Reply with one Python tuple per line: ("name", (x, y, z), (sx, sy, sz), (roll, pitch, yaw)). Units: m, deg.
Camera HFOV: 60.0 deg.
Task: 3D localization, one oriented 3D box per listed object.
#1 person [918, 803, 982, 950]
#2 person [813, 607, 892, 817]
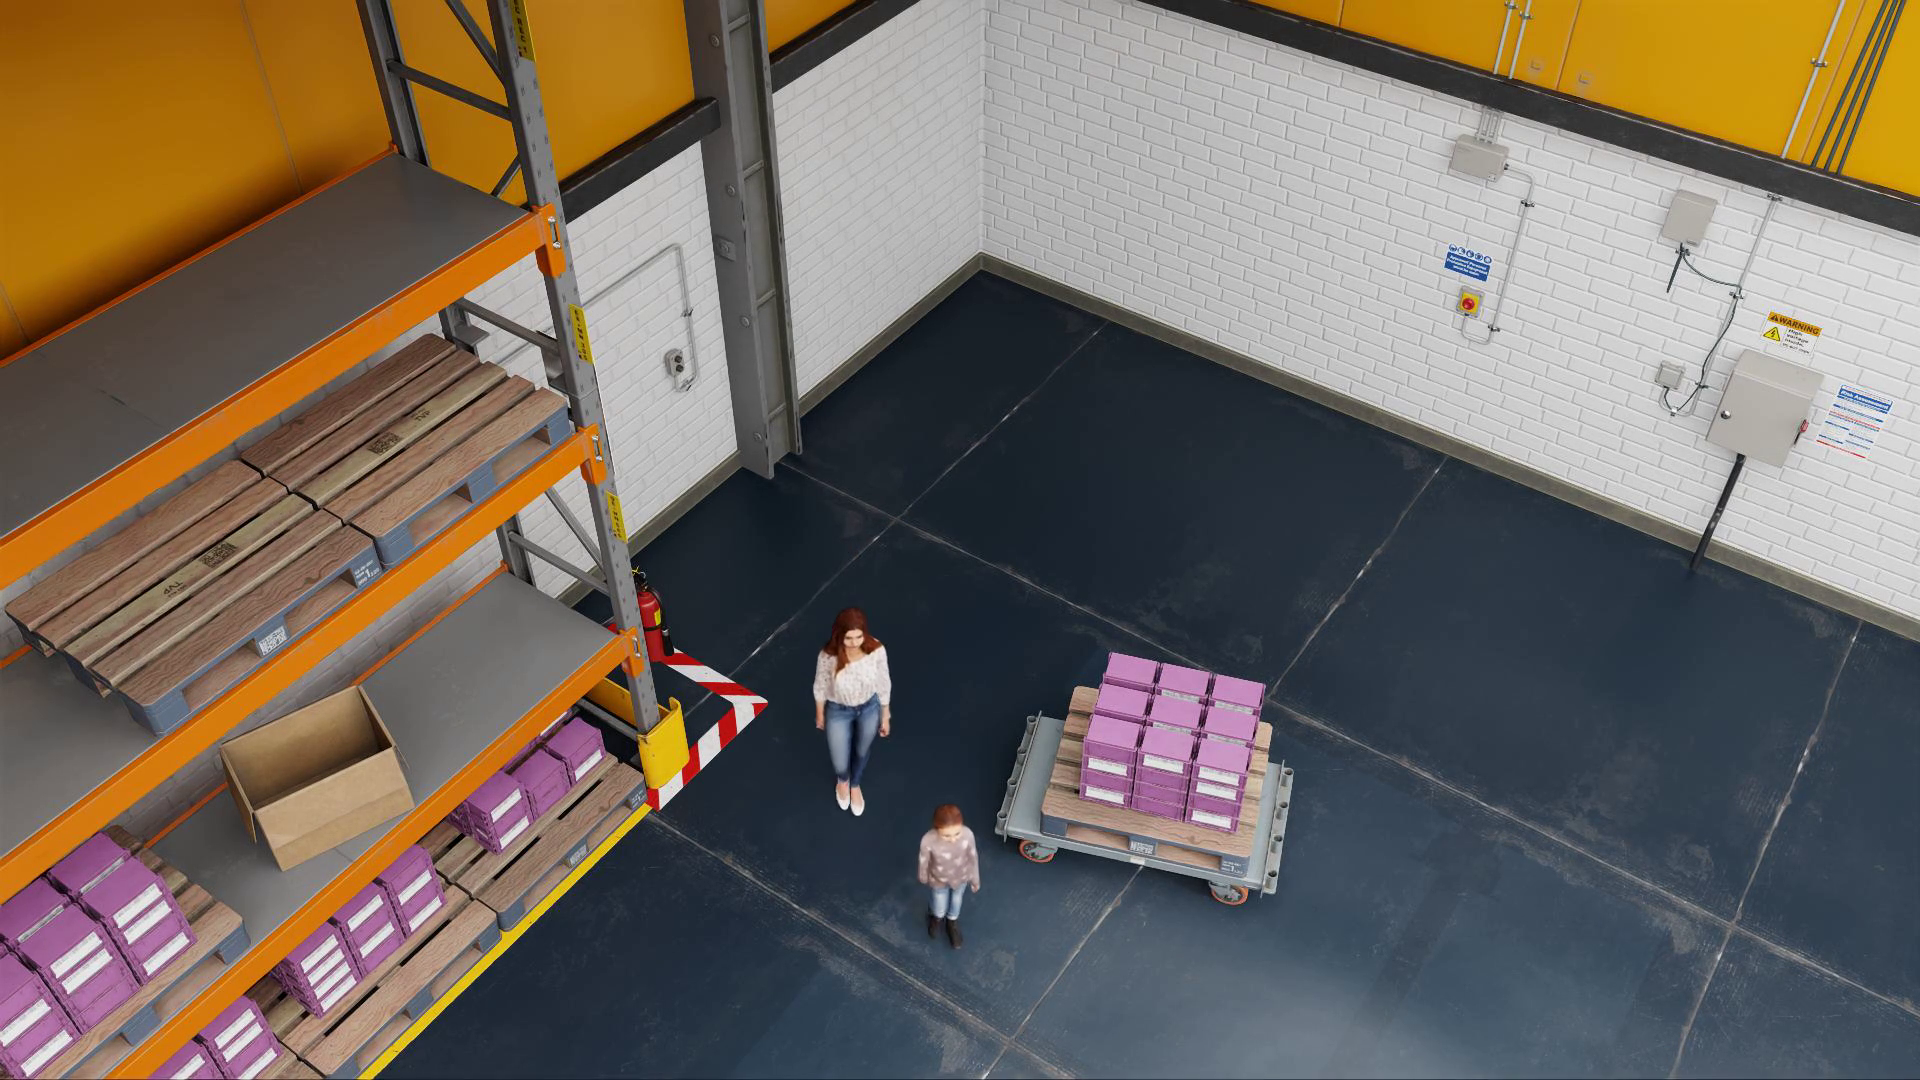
("person", (-0.072, 1.796, 9.168), (0.575, 1.188, 0.638), (-10, 44, -10))
("person", (-0.636, 0.922, 9.703), (0.699, 1.716, 0.765), (-8, 44, -8))
